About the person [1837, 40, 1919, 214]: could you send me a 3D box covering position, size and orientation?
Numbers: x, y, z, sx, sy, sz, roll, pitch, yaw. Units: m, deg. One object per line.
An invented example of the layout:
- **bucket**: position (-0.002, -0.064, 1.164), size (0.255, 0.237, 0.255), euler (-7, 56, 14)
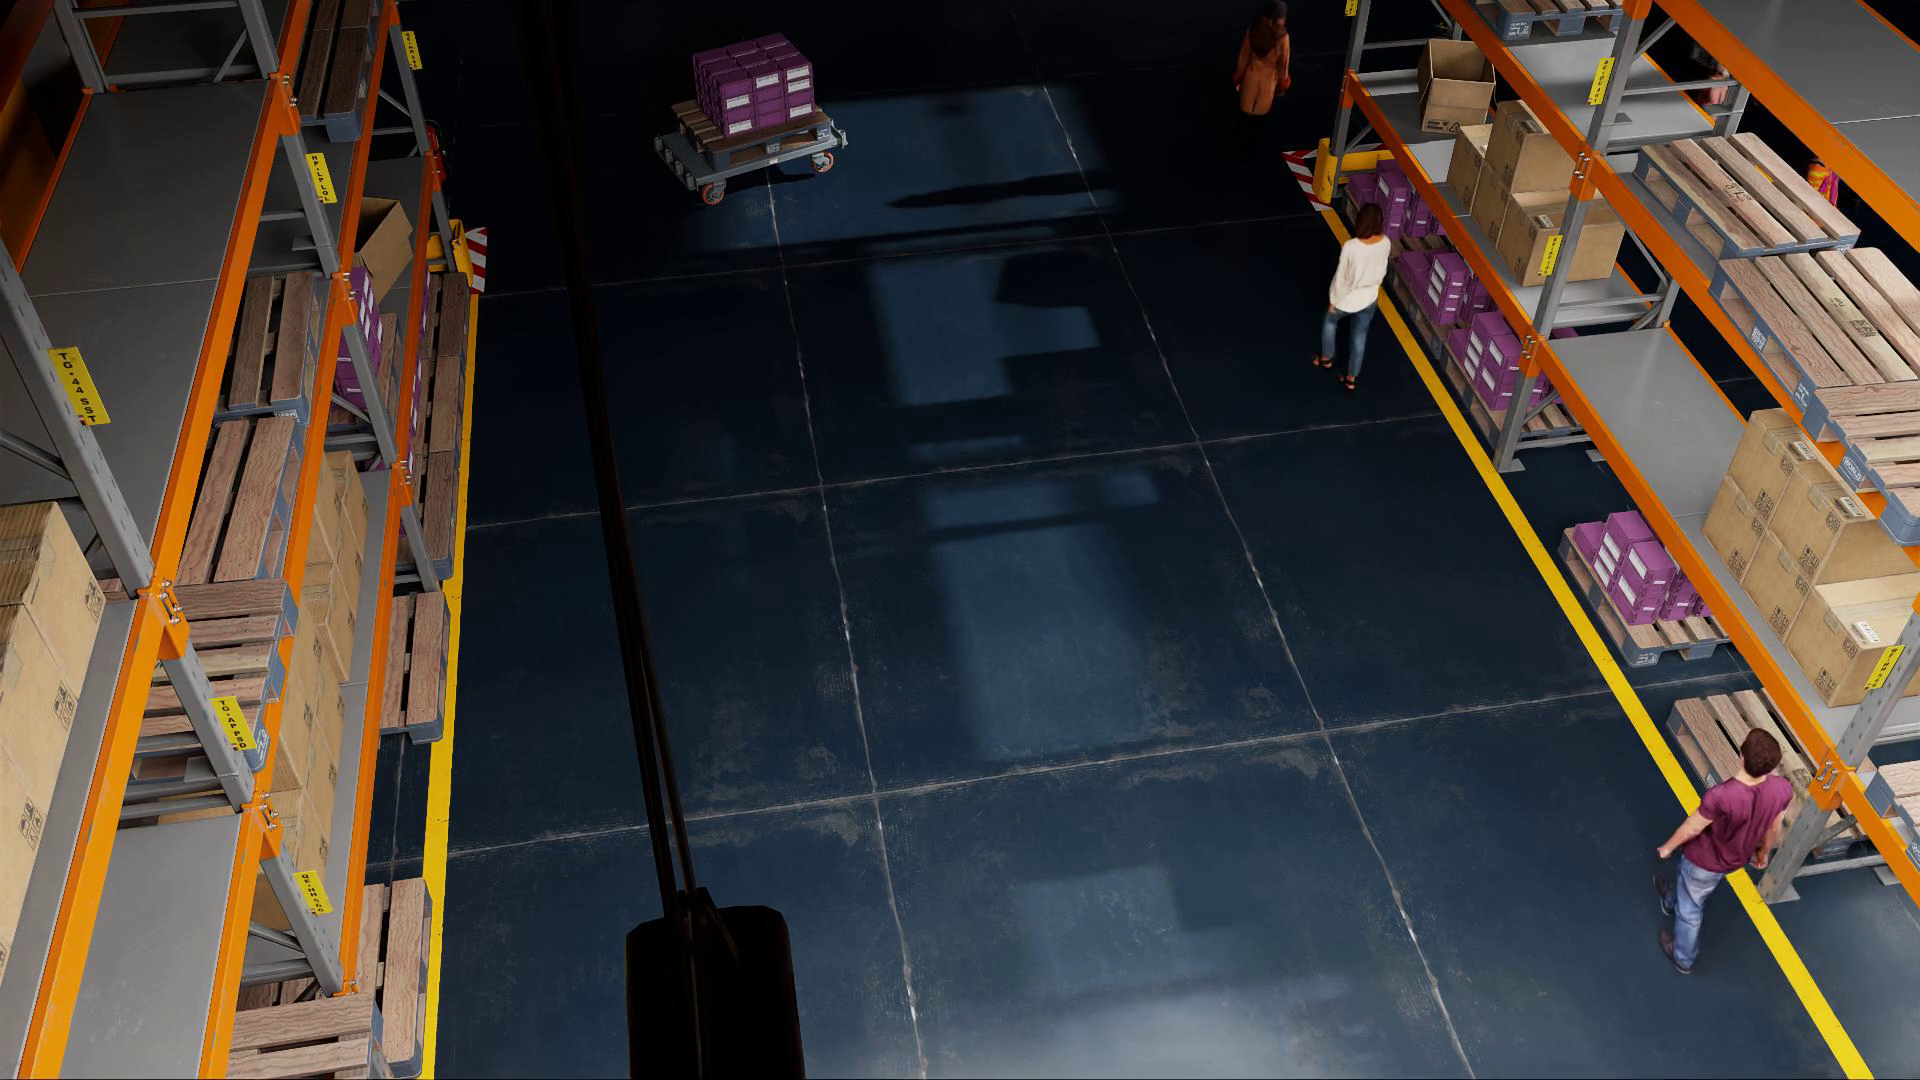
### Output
- **person**: position (8.437, -3.750, 15.034), size (0.568, 1.709, 0.571), euler (-6, 44, -6)

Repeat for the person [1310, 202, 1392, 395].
- **person**: position (3.138, -1.850, 13.071), size (0.684, 1.665, 0.761), euler (-10, 45, -11)

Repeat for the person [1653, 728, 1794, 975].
- **person**: position (4.208, 1.774, 9.148), size (0.706, 1.829, 0.878), euler (-9, 44, -9)

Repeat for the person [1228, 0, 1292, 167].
- **person**: position (2.774, -4.183, 15.492), size (0.926, 1.703, 0.995), euler (17, 46, 17)
